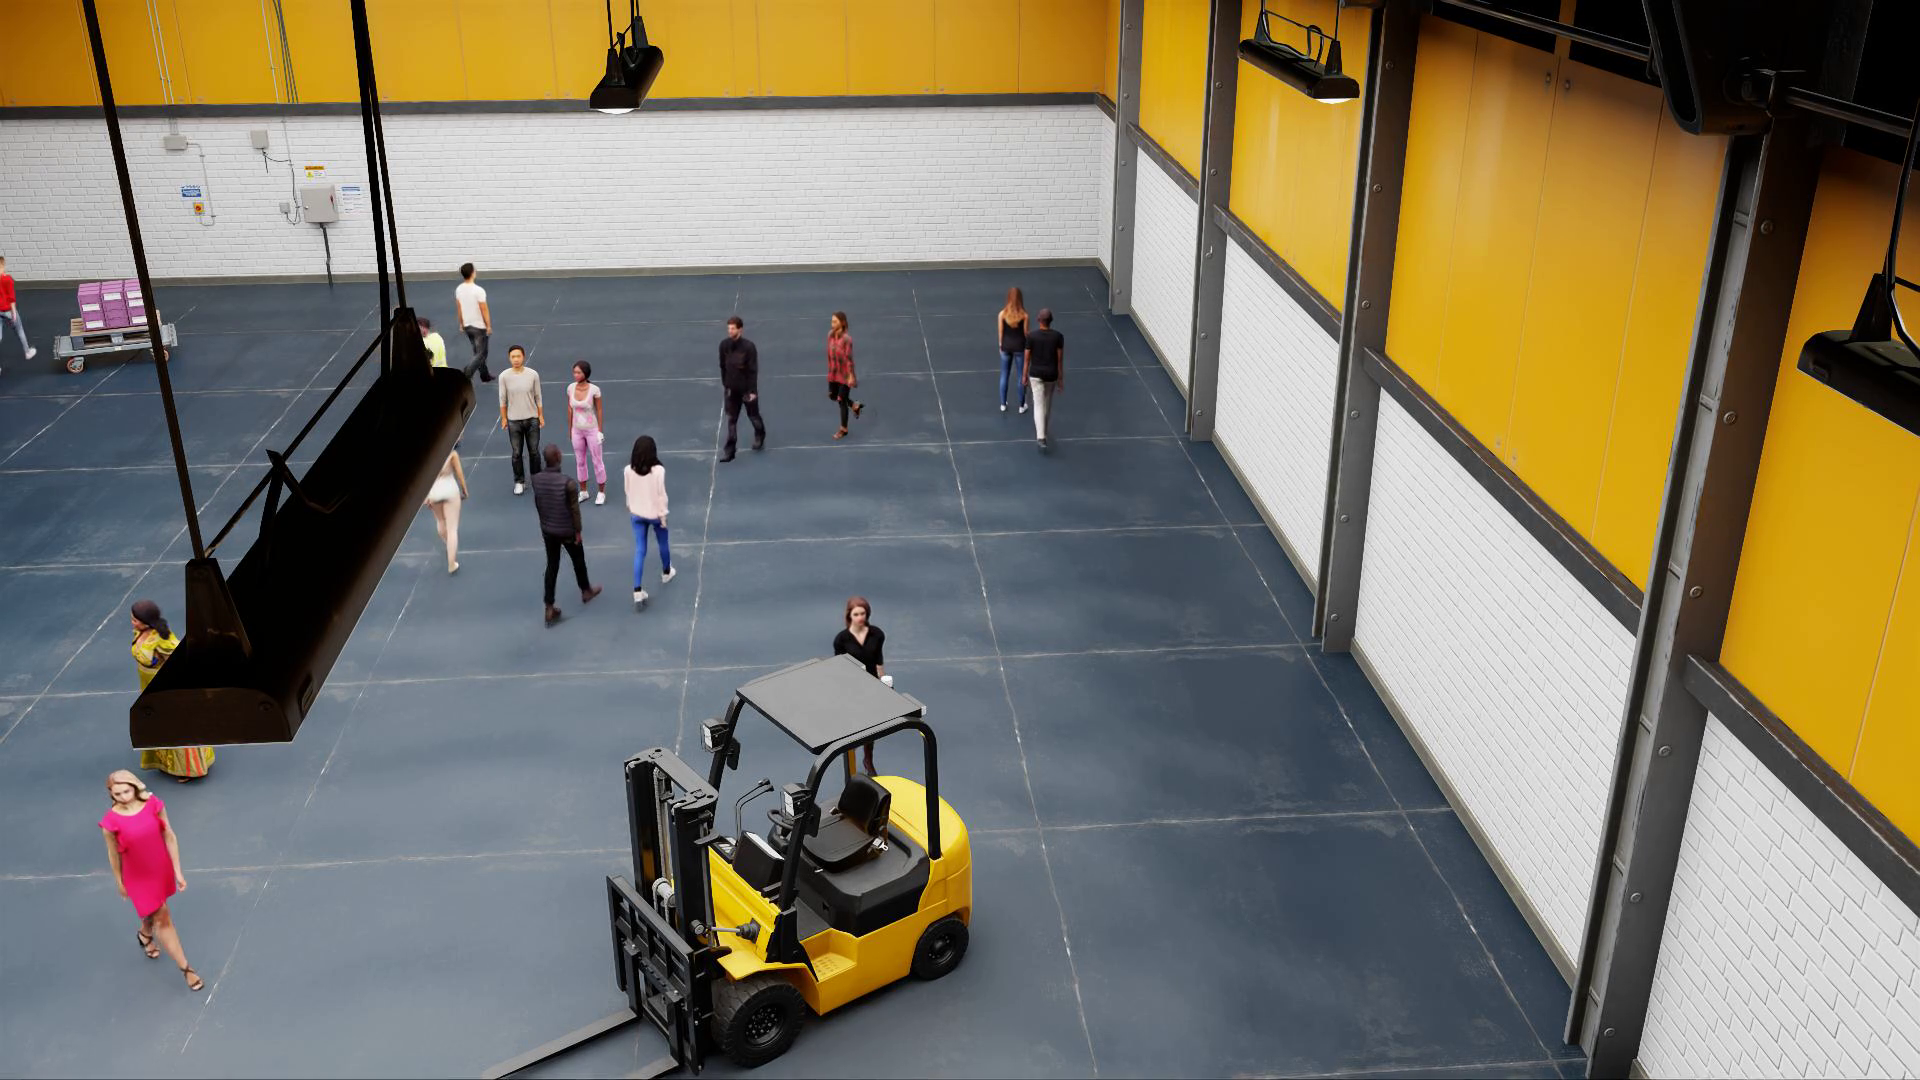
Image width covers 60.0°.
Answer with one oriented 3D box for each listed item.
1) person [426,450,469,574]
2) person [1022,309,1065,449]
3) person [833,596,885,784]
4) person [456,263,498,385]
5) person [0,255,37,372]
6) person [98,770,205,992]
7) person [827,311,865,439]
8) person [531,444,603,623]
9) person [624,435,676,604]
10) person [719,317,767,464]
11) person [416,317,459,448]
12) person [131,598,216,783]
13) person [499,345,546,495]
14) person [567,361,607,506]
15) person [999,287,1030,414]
[{"bbox_3d":[-5.505,-0.421,17.717,0.556,1.598,1.011,-2,24,-5],"label":"person"},{"bbox_3d":[1.061,-2.020,21.171,0.661,1.760,1.188,-2,24,-4],"label":"person"},{"bbox_3d":[-0.841,1.241,13.777,0.639,1.706,0.593,-9,25,-20],"label":"person"},{"bbox_3d":[-6.847,-2.960,23.295,0.994,1.781,1.185,11,26,23],"label":"person"},{"bbox_3d":[-13.881,-3.226,24.086,0.627,1.635,1.223,-3,24,-6],"label":"person"},{"bbox_3d":[-5.625,2.270,11.467,1.071,1.672,1.018,19,30,36],"label":"person"},{"bbox_3d":[-1.476,-2.166,21.596,0.939,1.686,0.895,-21,31,-40],"label":"person"},{"bbox_3d":[-4.047,-0.050,16.616,0.979,1.798,1.195,7,25,17],"label":"person"},{"bbox_3d":[-3.230,-0.184,17.013,0.875,1.726,1.213,5,24,11],"label":"person"},{"bbox_3d":[-2.694,-1.917,20.888,1.033,1.799,1.267,8,25,18],"label":"person"},{"bbox_3d":[-6.603,-1.982,21.005,0.994,1.823,0.650,5,24,12],"label":"person"},{"bbox_3d":[-6.625,1.226,13.873,0.994,1.658,1.040,16,28,33],"label":"person"},{"bbox_3d":[-5.213,-1.455,19.815,0.699,1.812,0.626,-7,25,-16],"label":"person"},{"bbox_3d":[-4.365,-1.261,19.459,0.630,1.740,0.601,5,24,11],"label":"person"},{"bbox_3d":[0.727,-2.571,22.479,0.641,1.722,0.639,7,24,15],"label":"person"}]
